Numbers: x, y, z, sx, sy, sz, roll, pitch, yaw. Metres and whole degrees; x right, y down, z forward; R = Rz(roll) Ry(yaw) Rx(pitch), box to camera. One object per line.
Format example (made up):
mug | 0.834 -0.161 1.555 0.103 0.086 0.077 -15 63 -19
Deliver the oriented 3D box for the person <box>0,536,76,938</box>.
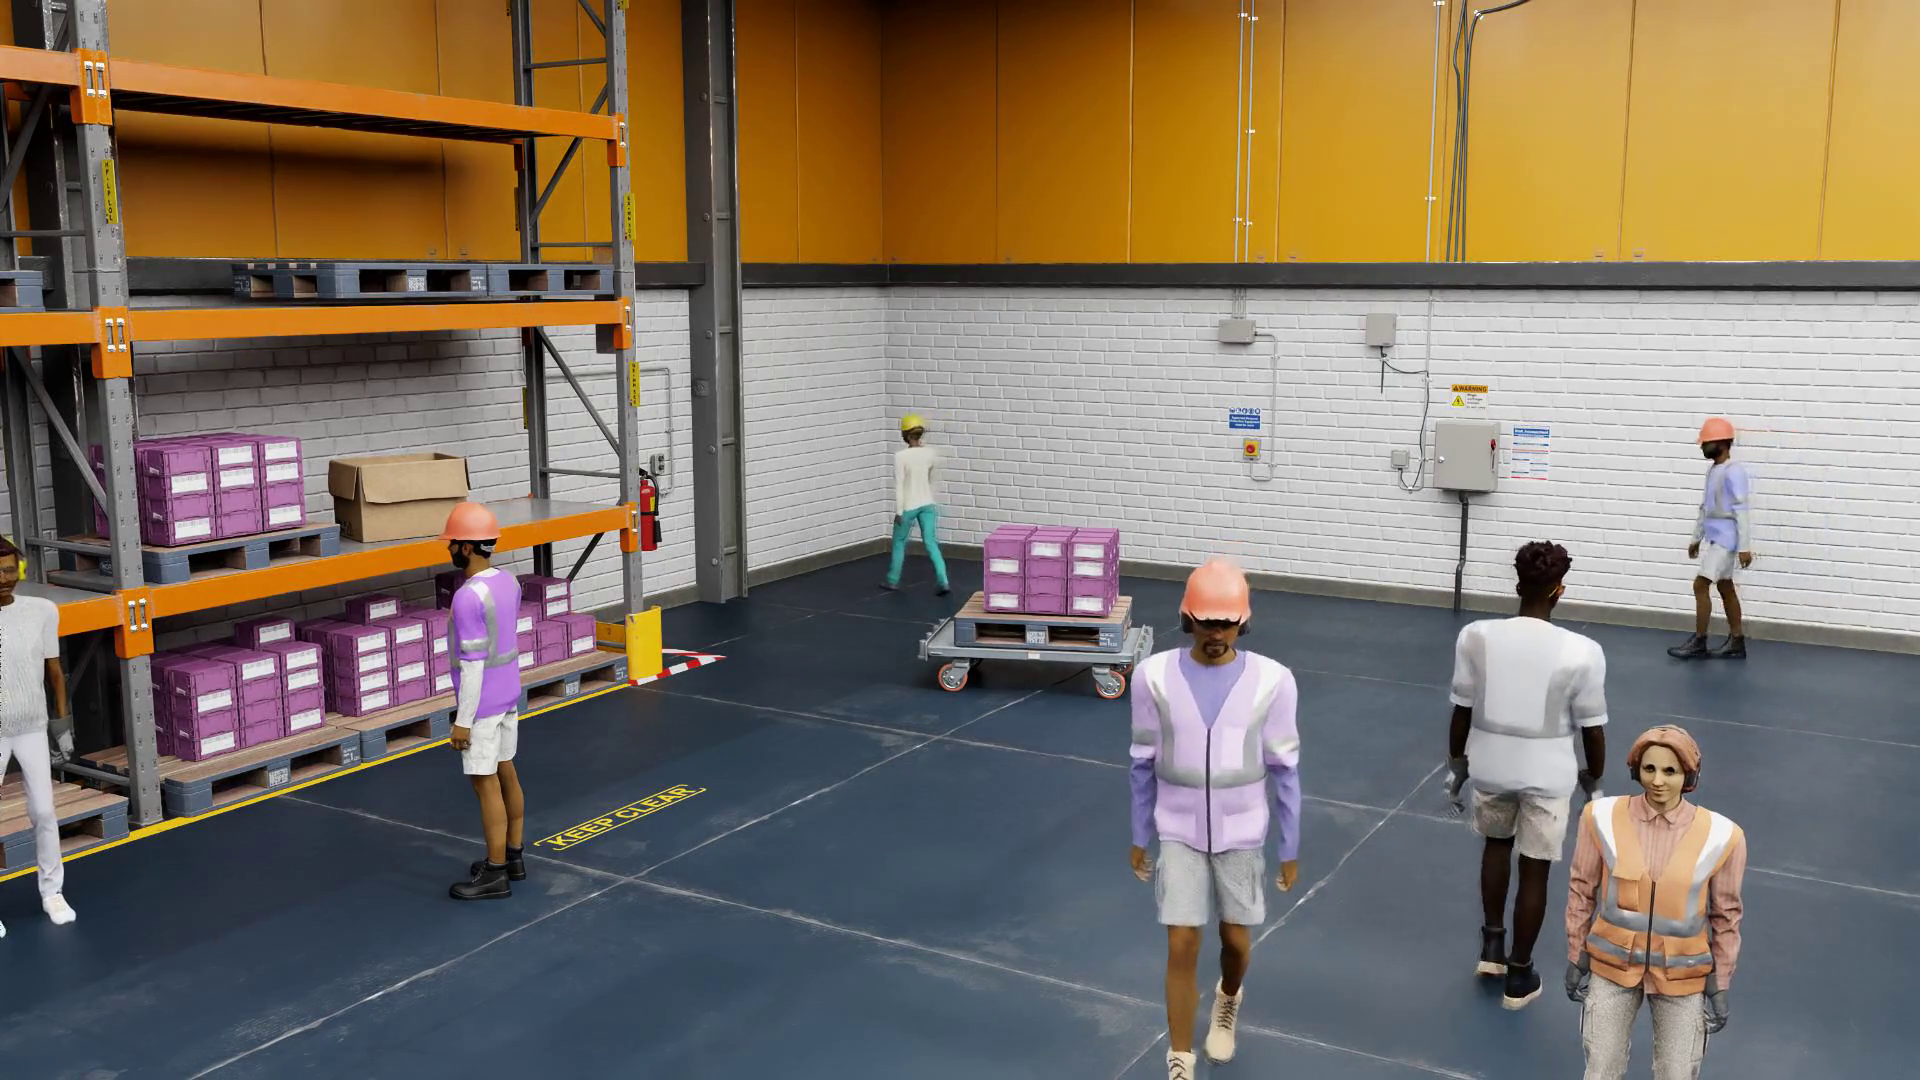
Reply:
person | -4.365 0.892 7.640 0.511 1.858 0.318 -7 12 -39

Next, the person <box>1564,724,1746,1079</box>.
person | 2.174 1.380 5.258 0.511 1.641 0.307 4 10 25

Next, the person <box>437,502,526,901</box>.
person | -2.326 0.779 8.076 0.359 1.939 0.542 1 9 6

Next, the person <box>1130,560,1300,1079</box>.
person | 0.927 1.055 6.121 0.621 2.018 0.845 2 9 11

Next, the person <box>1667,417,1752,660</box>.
person | 5.856 0.000 13.003 0.773 1.907 0.588 1 9 7

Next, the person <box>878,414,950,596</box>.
person | -0.417 -0.334 15.693 0.535 1.722 0.877 -7 11 -37

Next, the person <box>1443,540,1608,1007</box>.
person | 2.373 0.955 6.945 0.628 1.943 0.517 6 11 34
